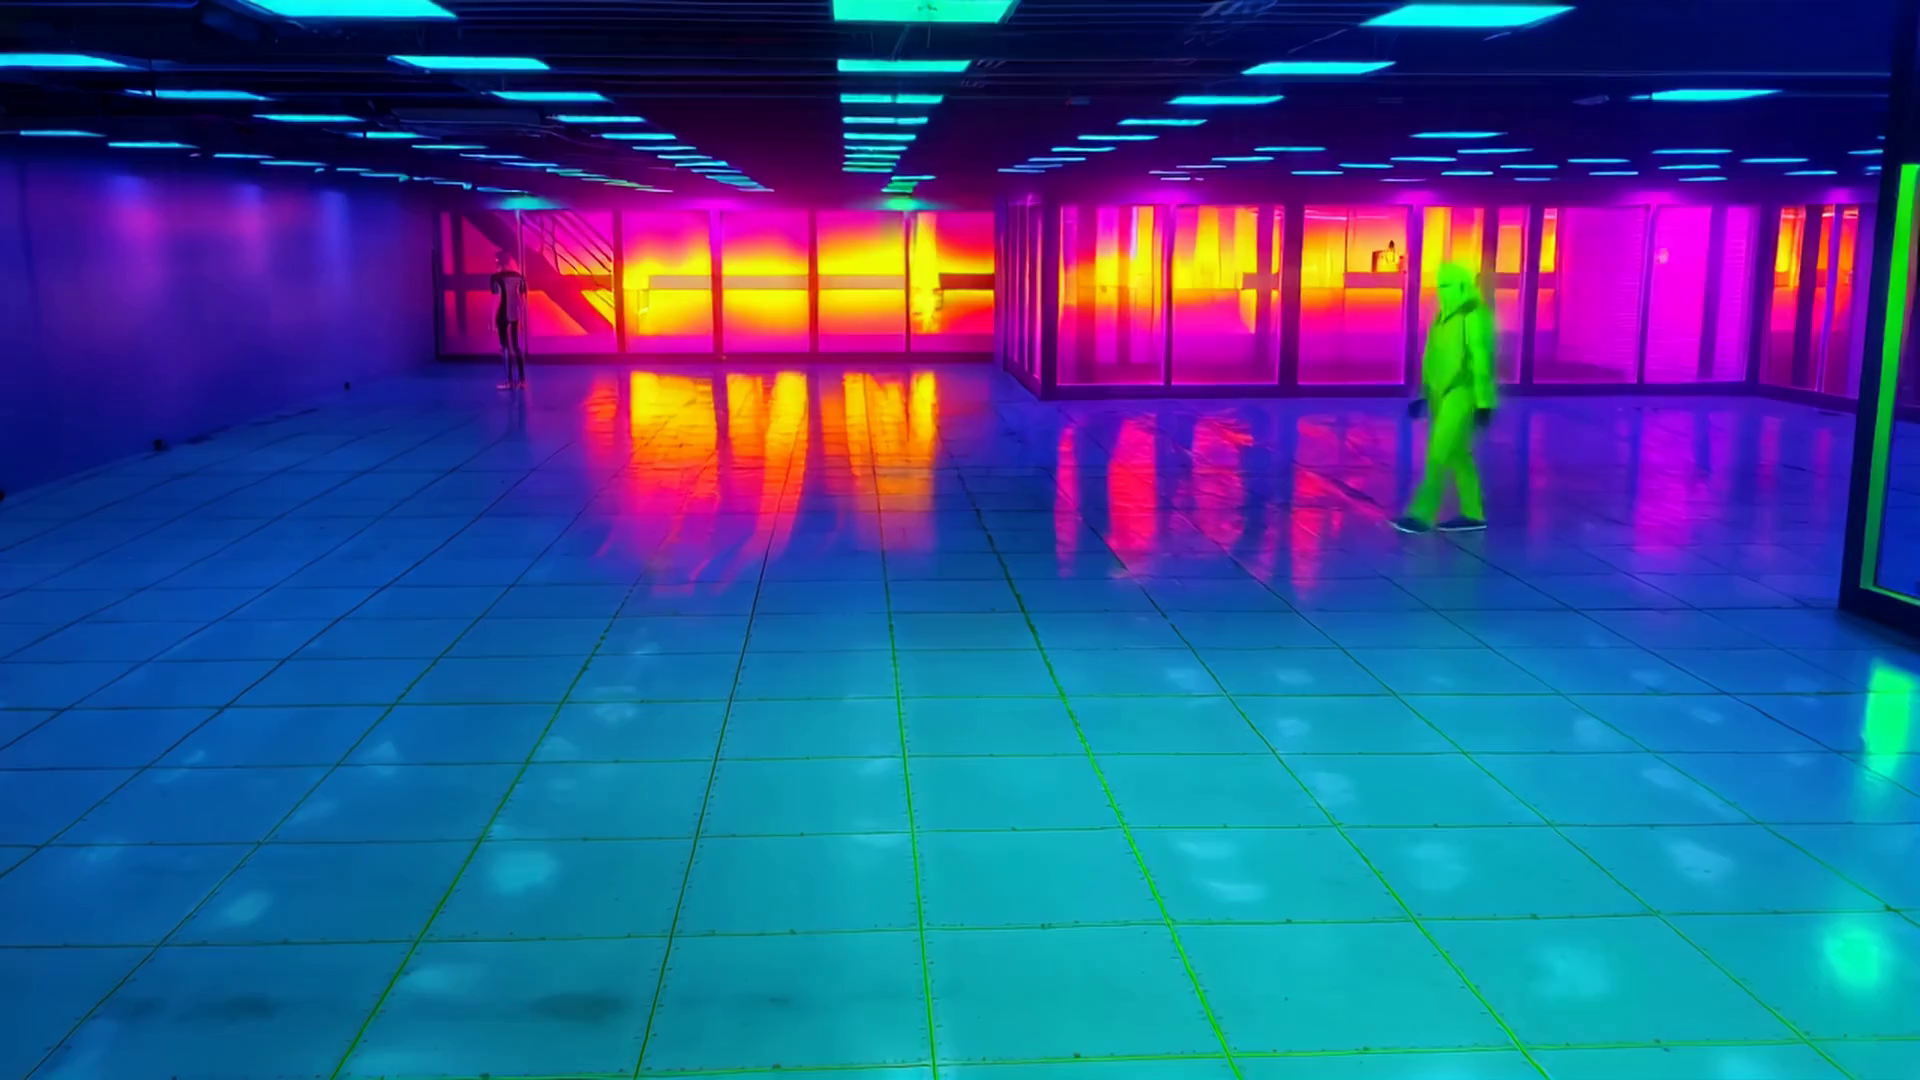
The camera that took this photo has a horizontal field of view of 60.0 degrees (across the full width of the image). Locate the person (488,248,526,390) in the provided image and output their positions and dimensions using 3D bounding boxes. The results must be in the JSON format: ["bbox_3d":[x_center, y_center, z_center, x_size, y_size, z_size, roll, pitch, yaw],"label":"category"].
[{"bbox_3d":[-5.992,-2.913,21.997,0.519,1.874,0.327,-10,14,-42],"label":"person"}]

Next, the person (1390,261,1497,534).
[{"bbox_3d":[3.294,-0.976,11.525,0.873,1.872,0.683,-2,11,-10],"label":"person"}]
